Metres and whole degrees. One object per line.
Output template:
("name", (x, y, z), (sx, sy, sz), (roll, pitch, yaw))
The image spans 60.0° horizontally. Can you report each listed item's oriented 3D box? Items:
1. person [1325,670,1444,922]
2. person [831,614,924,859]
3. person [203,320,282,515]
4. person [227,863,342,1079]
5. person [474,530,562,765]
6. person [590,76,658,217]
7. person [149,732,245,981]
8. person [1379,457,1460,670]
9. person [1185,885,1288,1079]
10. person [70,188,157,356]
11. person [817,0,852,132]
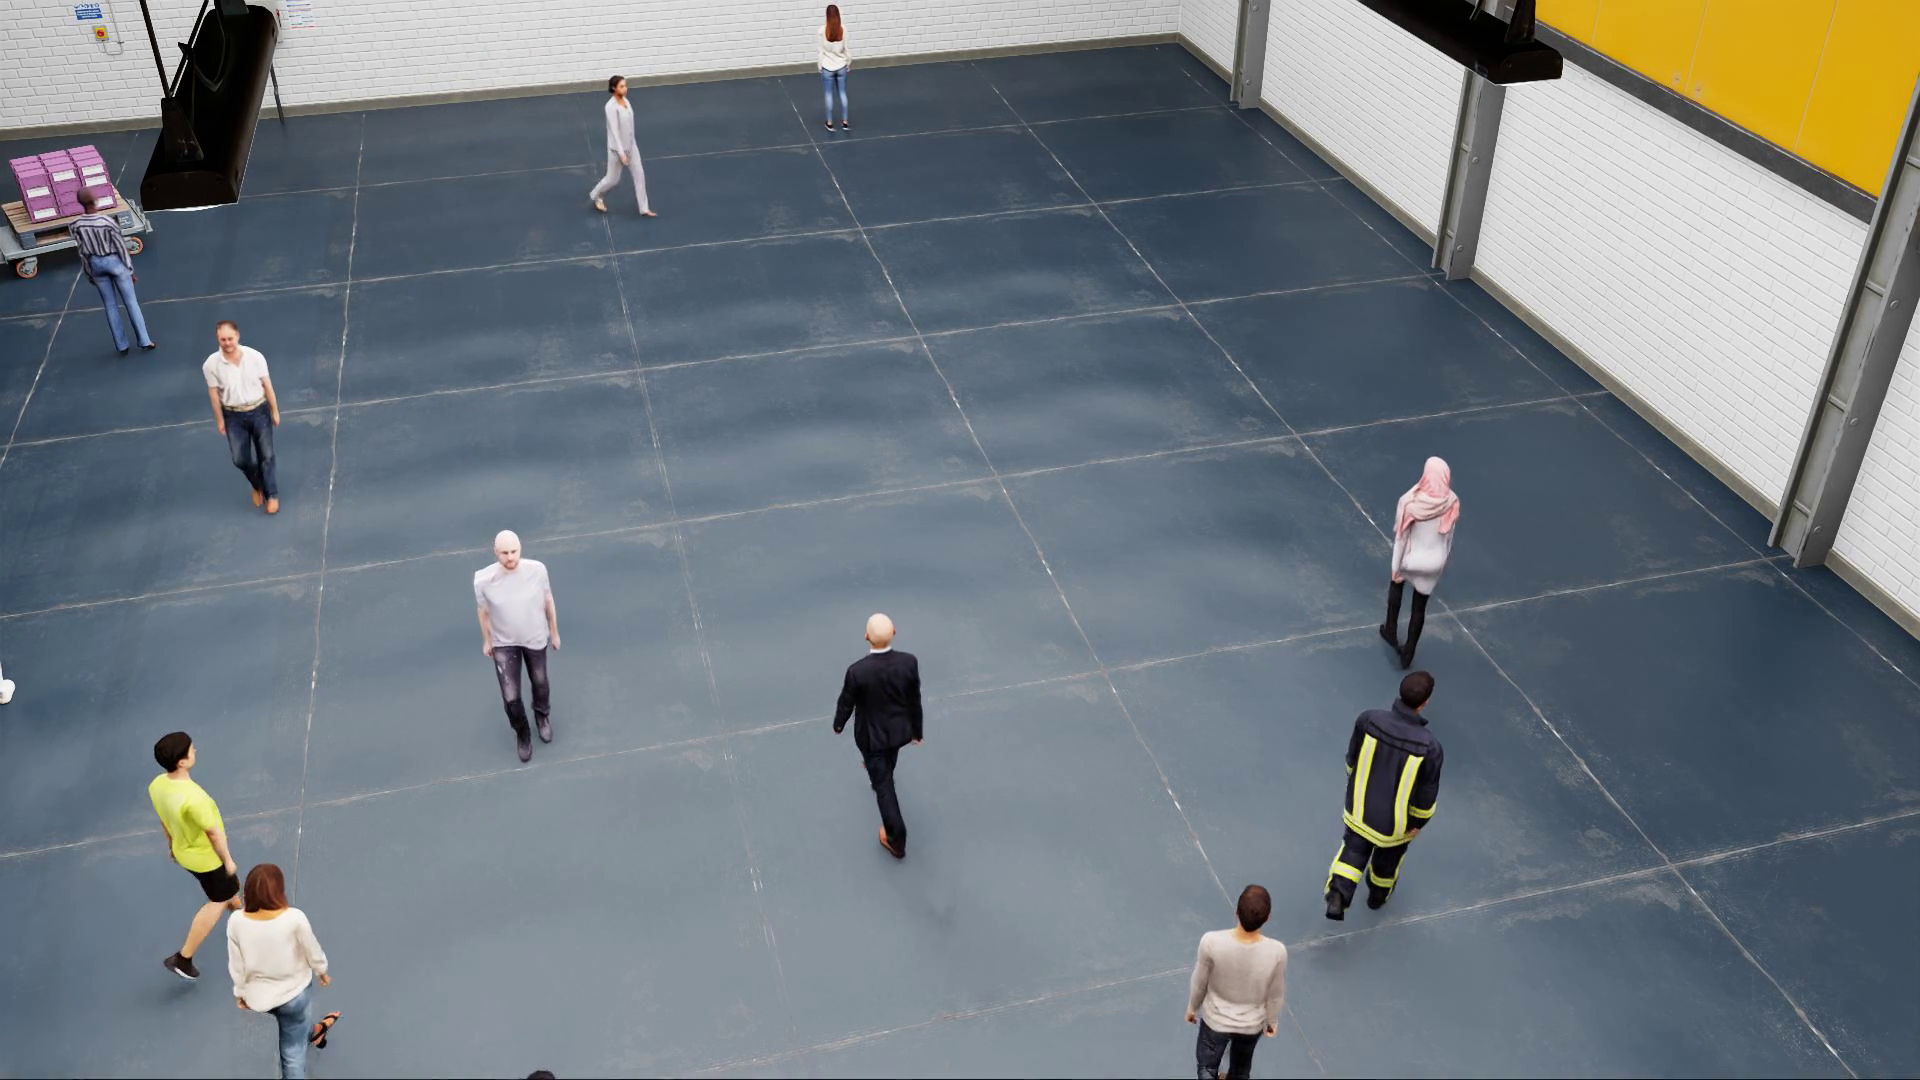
("person", (2.599, 1.650, 10.306), (1.133, 1.905, 1.180), (21, 39, 28))
("person", (-0.481, 1.328, 10.928), (0.833, 1.752, 1.201), (-15, 36, -21))
("person", (-6.228, -1.135, 14.546), (0.692, 1.849, 0.679), (-10, 35, -15))
("person", (-3.786, 2.565, 9.169), (0.862, 1.640, 1.139), (-1, 34, -2))
("person", (-3.146, 0.662, 11.872), (0.726, 1.816, 0.757), (-13, 36, -18))
("person", (-4.168, -4.748, 20.112), (1.154, 1.705, 1.147), (15, 36, 21))
("person", (-4.674, 1.926, 10.089), (1.043, 1.685, 1.089), (20, 38, 27))
("person", (3.495, 0.218, 12.568), (0.766, 1.787, 0.850), (3, 34, 4))
("person", (1.457, 2.620, 8.893), (0.868, 1.854, 1.111), (2, 34, 4))
("person", (-8.687, -2.732, 16.999), (0.643, 1.794, 0.569), (-4, 34, -6))
("person", (-1.717, -6.444, 22.675), (0.604, 1.692, 0.542), (-9, 35, -14))
